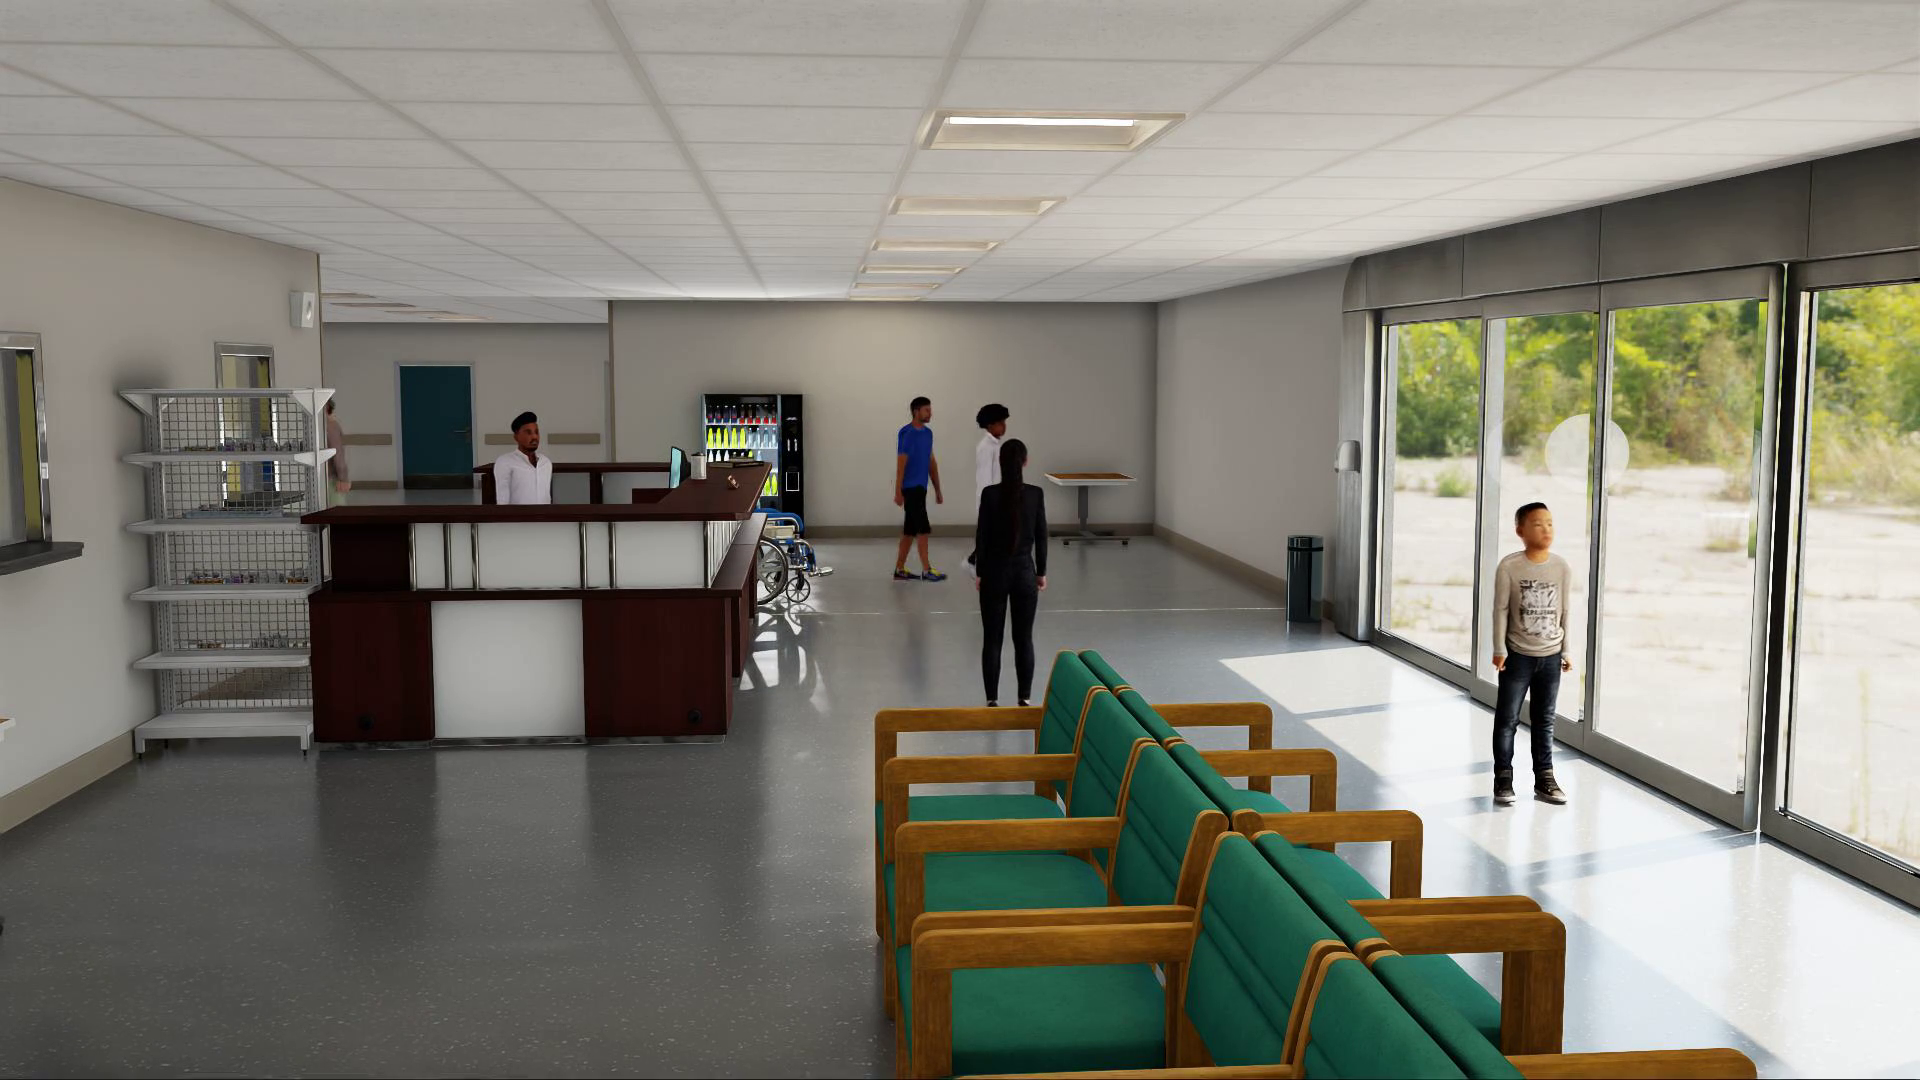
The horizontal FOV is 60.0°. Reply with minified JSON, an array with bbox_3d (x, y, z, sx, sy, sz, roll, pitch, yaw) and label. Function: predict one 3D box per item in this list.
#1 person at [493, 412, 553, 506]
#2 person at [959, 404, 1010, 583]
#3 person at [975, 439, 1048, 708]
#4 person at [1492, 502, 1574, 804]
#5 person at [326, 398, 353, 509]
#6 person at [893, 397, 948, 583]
[{"bbox_3d":[-3.195,-0.042,12.235,0.793,1.816,0.734,5,8,40],"label":"person"},{"bbox_3d":[0.230,-0.393,15.814,0.909,1.799,0.802,2,6,15],"label":"person"},{"bbox_3d":[0.298,0.252,9.846,0.424,1.710,0.638,-1,6,-7],"label":"person"},{"bbox_3d":[2.804,0.543,8.173,0.441,1.467,0.596,0,6,-4],"label":"person"},{"bbox_3d":[-6.558,-0.589,17.599,0.853,1.832,0.955,-5,8,-42],"label":"person"},{"bbox_3d":[-0.533,-0.485,16.538,1.050,1.837,0.929,4,7,31],"label":"person"}]
